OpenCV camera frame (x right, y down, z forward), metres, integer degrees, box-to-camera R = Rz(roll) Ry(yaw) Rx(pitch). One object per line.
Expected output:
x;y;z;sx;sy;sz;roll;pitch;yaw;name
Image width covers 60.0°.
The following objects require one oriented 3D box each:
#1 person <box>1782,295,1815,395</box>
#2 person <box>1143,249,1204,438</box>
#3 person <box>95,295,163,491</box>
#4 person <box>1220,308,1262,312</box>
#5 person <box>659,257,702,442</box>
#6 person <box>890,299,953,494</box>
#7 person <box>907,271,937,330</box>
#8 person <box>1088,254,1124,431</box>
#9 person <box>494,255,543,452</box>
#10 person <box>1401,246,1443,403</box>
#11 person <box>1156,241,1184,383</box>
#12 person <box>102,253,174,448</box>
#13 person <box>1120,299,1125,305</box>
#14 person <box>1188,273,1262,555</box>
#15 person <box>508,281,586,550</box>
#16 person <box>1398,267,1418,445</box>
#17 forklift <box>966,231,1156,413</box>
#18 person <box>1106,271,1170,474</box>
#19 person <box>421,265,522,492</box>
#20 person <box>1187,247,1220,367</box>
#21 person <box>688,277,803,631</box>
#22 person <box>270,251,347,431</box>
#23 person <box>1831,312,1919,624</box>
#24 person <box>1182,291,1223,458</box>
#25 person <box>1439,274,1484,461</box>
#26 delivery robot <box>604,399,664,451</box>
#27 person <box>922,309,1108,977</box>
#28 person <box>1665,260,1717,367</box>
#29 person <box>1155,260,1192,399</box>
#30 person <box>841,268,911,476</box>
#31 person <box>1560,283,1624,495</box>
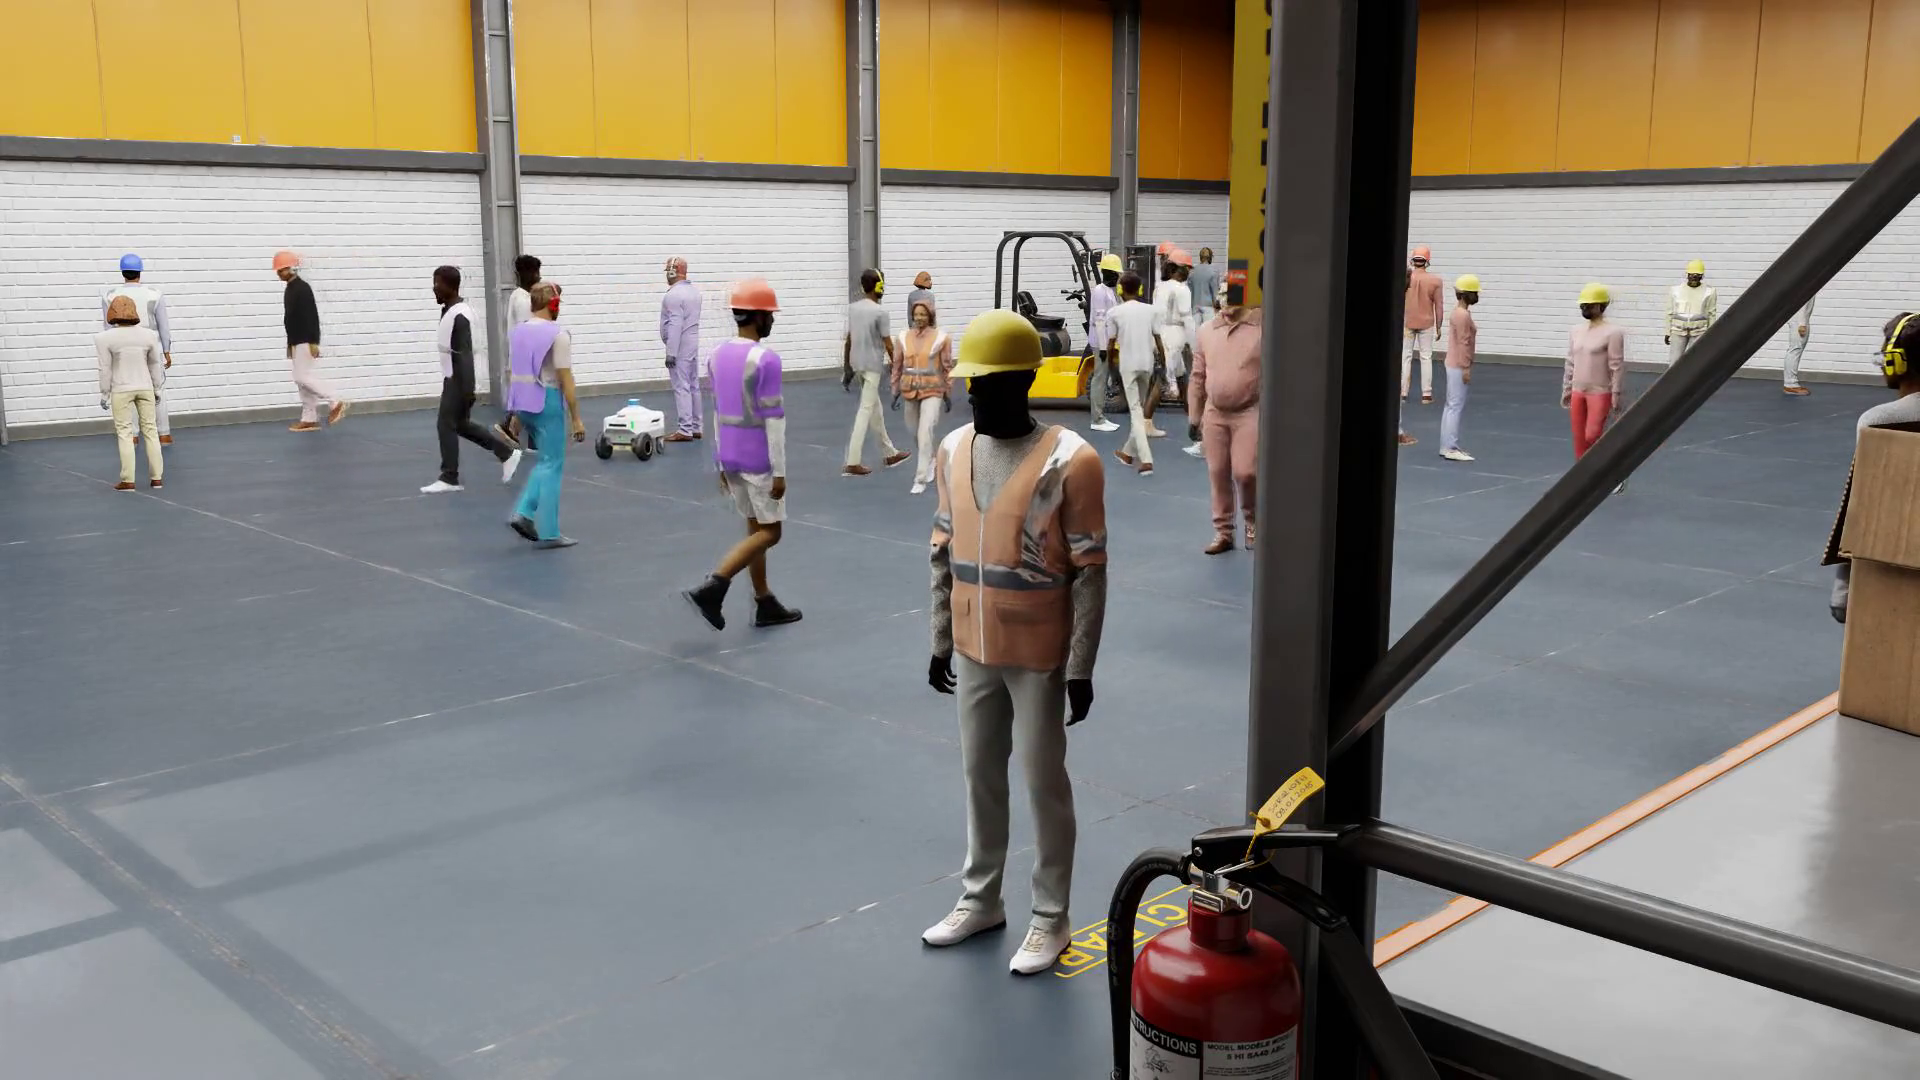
11.307;-2.923;22.361;0.368;1.939;0.632;4;11;22;person
2.339;-2.068;17.586;1.078;1.973;0.650;-4;11;-19;person
-6.940;-1.223;13.925;0.283;1.633;0.500;10;14;42;person
2.922;-1.905;16.971;0.572;1.881;0.356;3;11;17;person
-2.915;-1.975;17.280;0.402;1.906;0.652;2;11;13;person
-0.303;-1.231;14.037;0.519;1.610;0.806;4;11;19;person
-0.520;-2.928;23.223;0.507;1.632;0.265;10;14;42;person
1.603;-2.157;18.234;0.383;1.921;0.586;3;11;13;person
-4.275;-1.819;16.315;0.512;1.946;0.632;-3;11;-17;person
5.829;-2.736;21.185;0.622;1.992;0.393;3;11;18;person
2.957;-3.250;23.862;0.386;2.041;0.615;9;14;41;person
-8.267;-1.899;16.748;0.604;1.949;0.389;-4;11;-22;person
2.266;-2.635;21.683;0.801;1.591;0.552;5;11;25;person
1.814;-0.829;11.077;0.667;1.888;0.435;7;12;33;person
-2.832;-0.845;11.344;0.609;1.821;0.436;9;14;41;person
4.245;-1.886;16.924;0.821;1.855;0.638;3;11;15;person
1.222;-2.721;20.561;2.313;2.155;1.214;2;11;13;forklift
1.594;-1.520;15.072;0.555;1.808;0.925;-3;11;-17;person
-4.128;-1.350;13.911;0.763;1.894;0.590;-4;11;-20;person
3.937;-3.733;26.781;0.372;1.940;0.631;-10;14;-43;person
-1.158;-0.434;8.865;0.694;1.917;0.547;-10;14;-43;person
-7.147;-2.156;18.118;0.598;1.960;0.642;-8;13;-36;person
3.388;0.118;6.003;0.516;1.861;0.322;-3;11;-14;person
2.549;-1.622;15.975;0.922;1.676;0.495;-4;11;-23;person
4.784;-1.637;15.827;0.328;1.766;0.531;2;11;8;person
-3.134;-1.111;16.003;0.477;0.478;0.707;3;11;15;delivery robot
0.136;0.299;4.822;0.594;1.924;0.382;8;13;38;person
9.350;-2.669;21.309;0.599;1.824;0.403;6;12;28;person
2.768;-2.760;21.826;0.630;1.803;0.846;-6;12;-29;person
-0.712;-1.509;14.936;0.915;1.828;0.558;-9;14;-41;person
5.103;-1.185;13.379;0.447;1.757;0.531;-5;11;-25;person
